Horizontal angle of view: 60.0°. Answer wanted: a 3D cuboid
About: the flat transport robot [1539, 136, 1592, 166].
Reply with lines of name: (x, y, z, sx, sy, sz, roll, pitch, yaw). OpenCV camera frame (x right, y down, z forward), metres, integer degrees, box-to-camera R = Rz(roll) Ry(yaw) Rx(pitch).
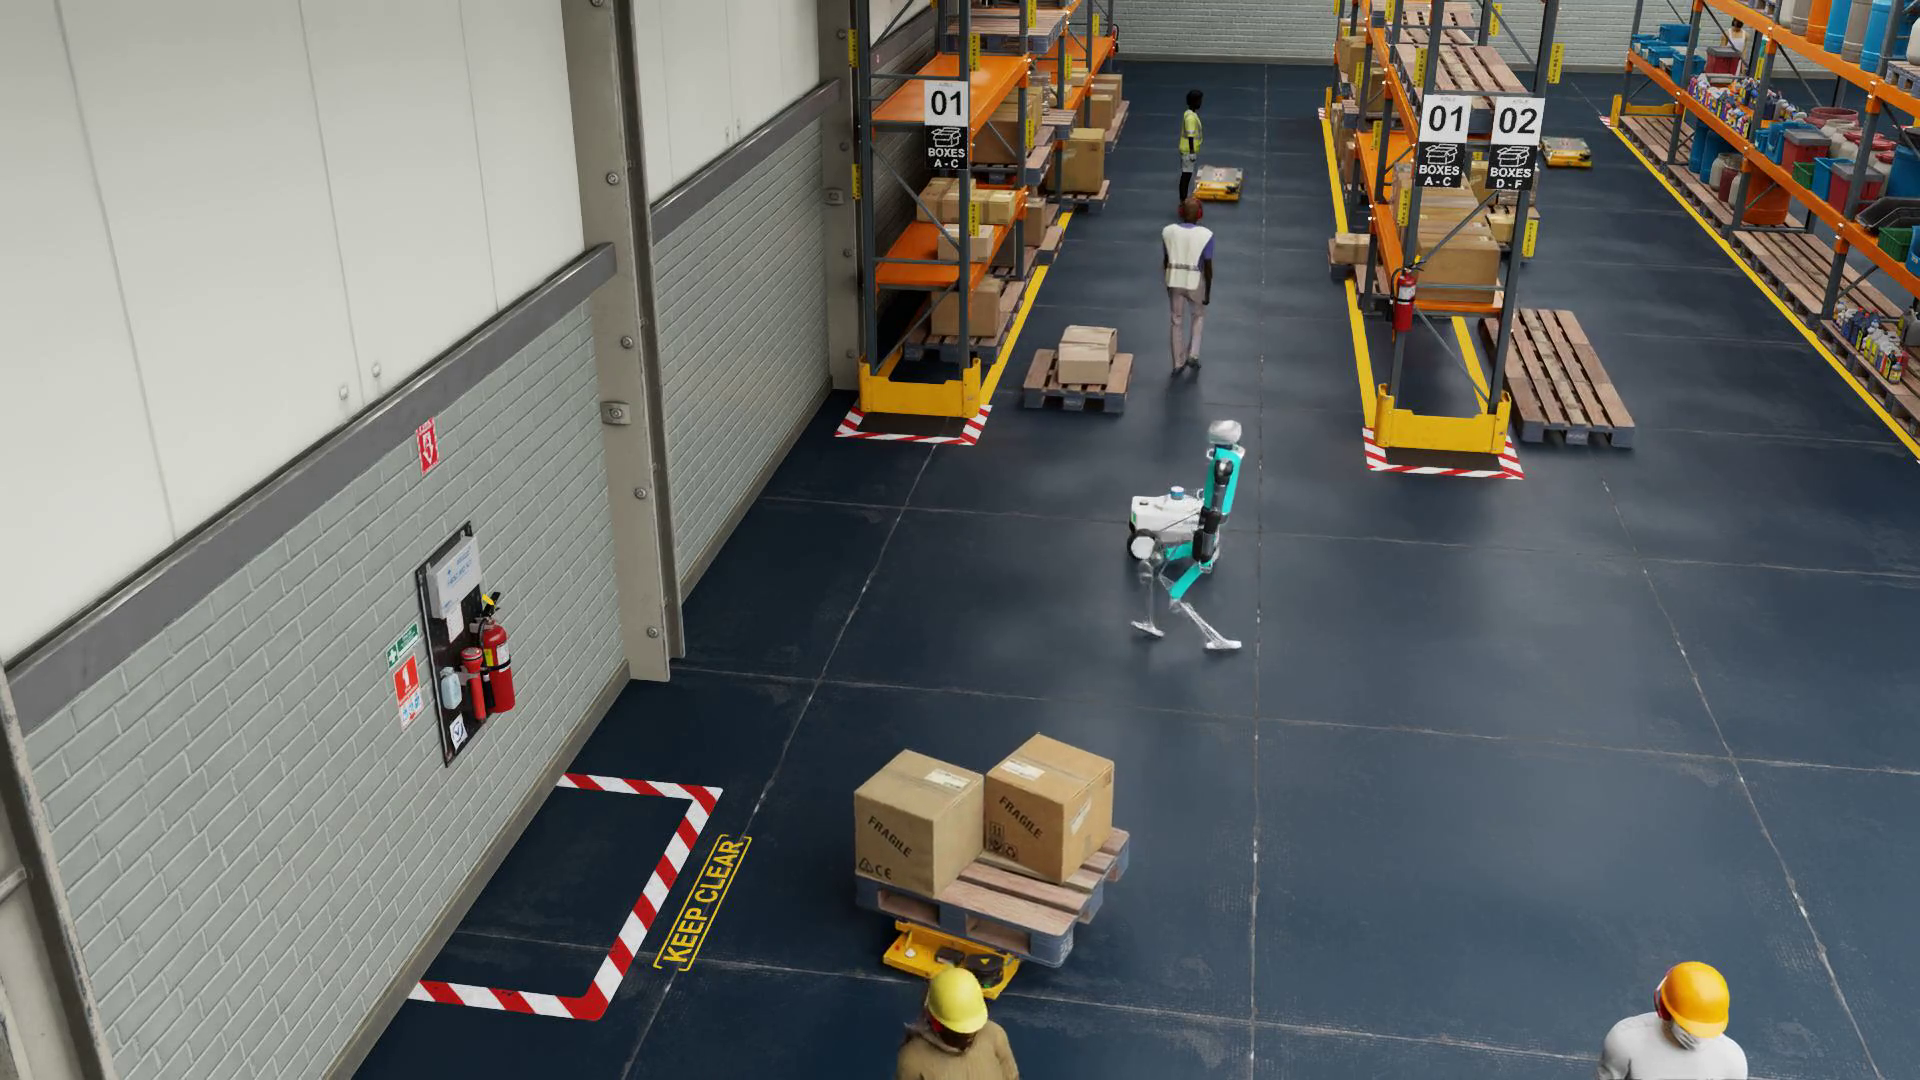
flat transport robot: (9.720, -6.244, 26.722, 0.659, 0.231, 1.431, 5, 26, 11)

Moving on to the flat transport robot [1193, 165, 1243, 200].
flat transport robot: (3.843, -5.314, 24.731, 0.659, 0.231, 1.431, 5, 25, 10)

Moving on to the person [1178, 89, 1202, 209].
person: (3.236, -5.466, 23.367, 0.318, 1.696, 0.532, 2, 25, 3)

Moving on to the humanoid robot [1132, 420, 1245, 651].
humanoid robot: (1.513, -0.029, 11.706, 0.973, 1.761, 0.537, 6, 26, 12)

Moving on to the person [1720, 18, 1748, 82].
person: (13.611, -8.372, 29.393, 0.504, 1.863, 0.372, 0, 25, -1)

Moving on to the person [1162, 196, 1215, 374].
person: (2.322, -2.606, 17.095, 0.562, 1.824, 0.465, 10, 27, 20)

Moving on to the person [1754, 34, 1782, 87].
person: (15.812, -9.763, 32.485, 0.326, 1.766, 0.532, -19, 31, -35)

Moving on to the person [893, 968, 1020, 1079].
person: (0.032, 2.415, 6.469, 0.576, 1.718, 0.877, -13, 28, -26)

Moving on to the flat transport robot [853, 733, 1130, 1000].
flat transport robot: (0.202, 1.957, 9.168, 0.659, 0.231, 1.431, 12, 28, 24)

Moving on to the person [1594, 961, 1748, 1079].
person: (2.646, 2.376, 6.365, 0.569, 1.889, 0.389, 7, 26, 15)

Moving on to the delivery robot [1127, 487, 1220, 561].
delivery robot: (1.712, -0.139, 13.310, 0.782, 0.587, 0.499, 3, 25, 7)
